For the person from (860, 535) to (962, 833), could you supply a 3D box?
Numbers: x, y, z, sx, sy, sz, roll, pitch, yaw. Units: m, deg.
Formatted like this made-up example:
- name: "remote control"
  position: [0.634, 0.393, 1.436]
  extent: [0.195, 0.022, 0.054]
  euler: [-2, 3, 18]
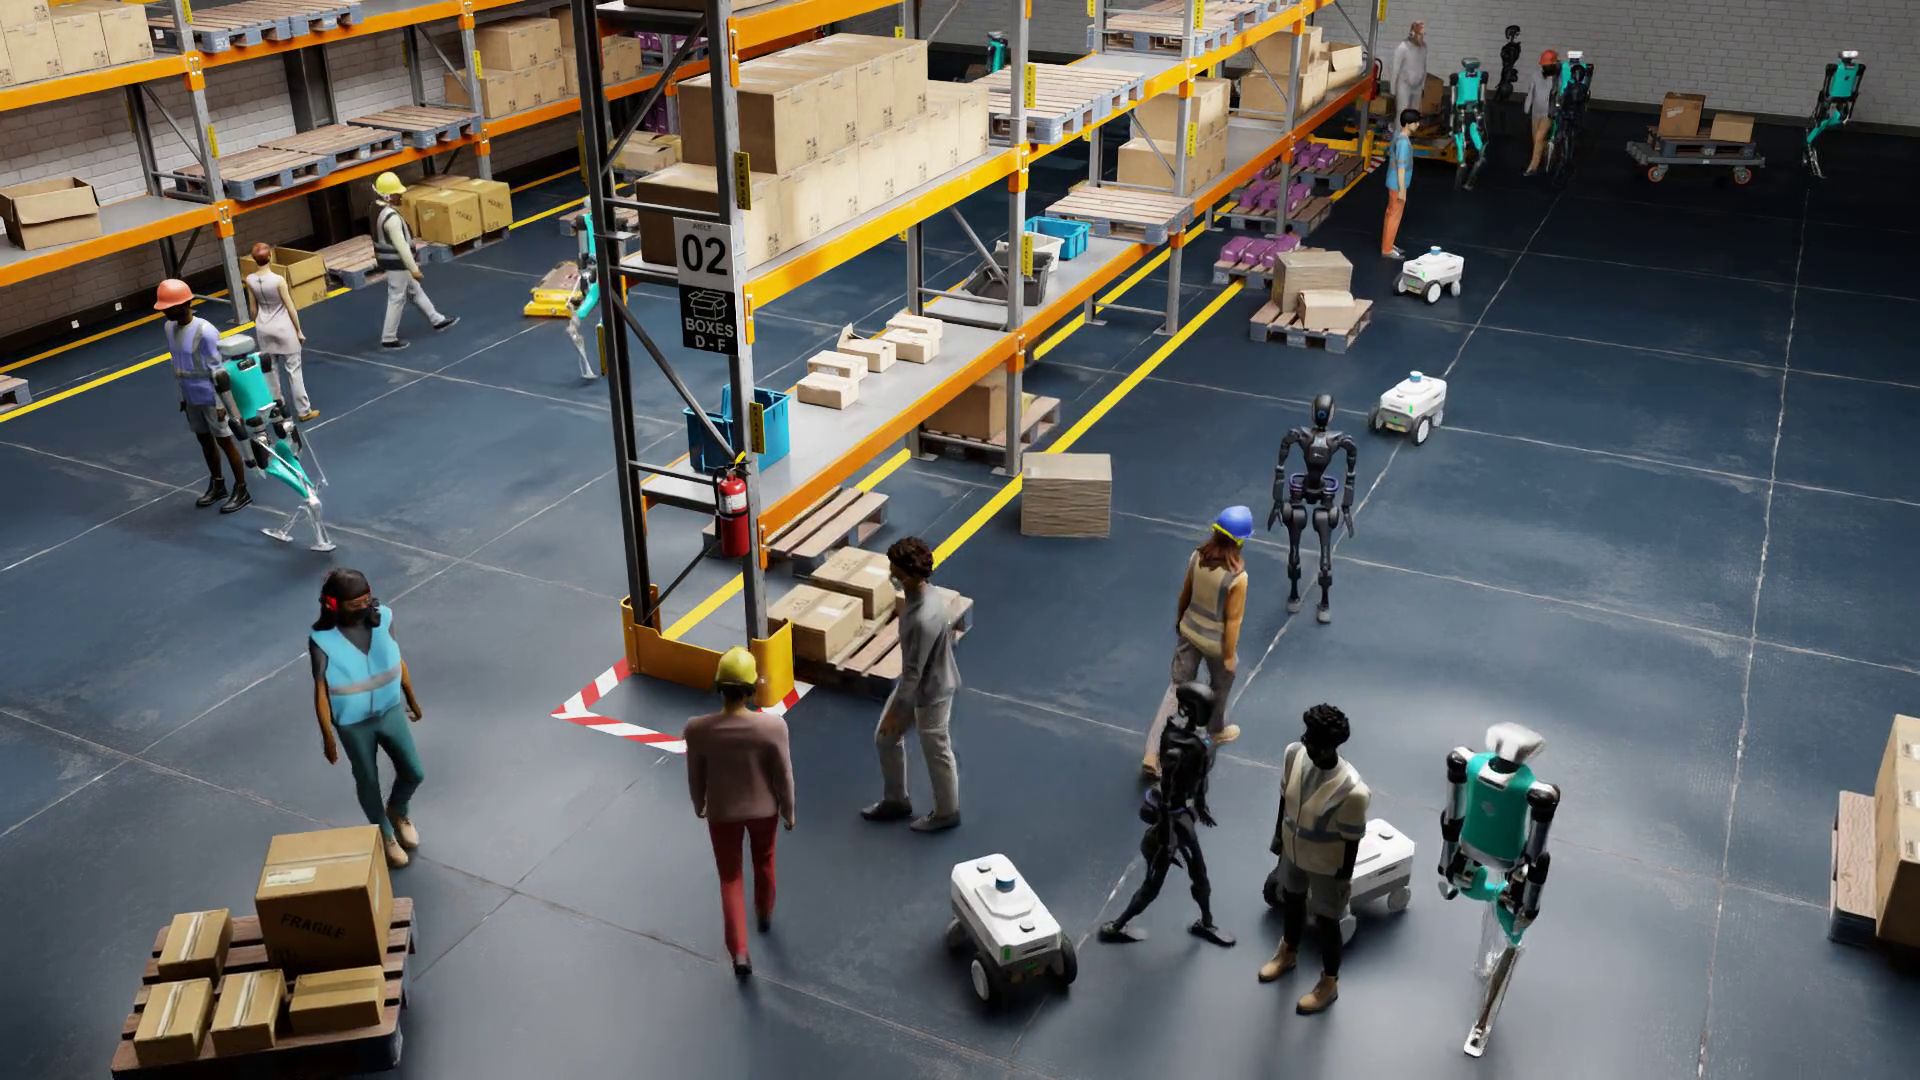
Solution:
- name: "person"
  position: [-0.303, 0.841, 9.267]
  extent: [0.695, 1.871, 0.552]
  euler: [-7, 27, -13]

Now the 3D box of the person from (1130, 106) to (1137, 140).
- name: "person"
  position: [2.690, -6.561, 24.276]
  extent: [0.366, 1.830, 0.500]
  euler: [14, 30, 26]

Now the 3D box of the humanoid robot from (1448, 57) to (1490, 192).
- name: "humanoid robot"
  position: [6.822, -5.465, 22.228]
  extent: [0.542, 1.839, 0.705]
  euler: [-4, 27, -7]

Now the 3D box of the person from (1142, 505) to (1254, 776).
- name: "person"
  position: [1.416, 0.600, 9.919]
  extent: [0.868, 1.730, 0.521]
  euler: [-21, 33, -36]

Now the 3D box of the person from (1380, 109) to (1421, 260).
- name: "person"
  position: [5.175, -4.180, 19.546]
  extent: [0.339, 1.759, 0.501]
  euler: [3, 27, 6]

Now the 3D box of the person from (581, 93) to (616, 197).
- name: "person"
  position: [-4.608, -5.057, 21.217]
  extent: [0.373, 1.843, 0.568]
  euler: [4, 27, 9]

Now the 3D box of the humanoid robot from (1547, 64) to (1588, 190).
- name: "humanoid robot"
  position: [8.244, -5.573, 22.446]
  extent: [0.609, 1.655, 0.320]
  euler: [-18, 32, -32]

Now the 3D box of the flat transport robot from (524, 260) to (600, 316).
- name: "flat transport robot"
  position: [-4.284, -2.787, 18.407]
  extent: [0.659, 0.231, 1.431]
  euler: [2, 26, 5]

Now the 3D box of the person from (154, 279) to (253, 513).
- name: "person"
  position: [-6.043, -1.144, 13.224]
  extent: [0.540, 1.931, 0.383]
  euler: [13, 29, 24]

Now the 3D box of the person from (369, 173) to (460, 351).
- name: "person"
  position: [-5.572, -2.831, 16.794]
  extent: [0.889, 1.779, 0.615]
  euler: [-14, 30, -27]

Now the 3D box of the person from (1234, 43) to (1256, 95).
- name: "person"
  position: [5.059, -8.296, 27.705]
  extent: [0.811, 1.898, 0.546]
  euler: [15, 30, 27]

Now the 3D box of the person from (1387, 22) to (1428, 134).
- name: "person"
  position: [6.521, -6.623, 24.331]
  extent: [0.674, 1.885, 0.546]
  euler: [-16, 31, -29]

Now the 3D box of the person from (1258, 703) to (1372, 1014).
- name: "person"
  position: [1.727, 1.526, 8.094]
  extent: [0.320, 1.690, 0.534]
  euler: [-16, 31, -29]

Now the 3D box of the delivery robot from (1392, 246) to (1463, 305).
- name: "delivery robot"
  position: [5.214, -2.955, 18.398]
  extent: [0.742, 0.570, 0.499]
  euler: [-18, 31, -32]

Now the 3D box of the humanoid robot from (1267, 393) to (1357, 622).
- name: "humanoid robot"
  position: [2.475, -0.240, 11.665]
  extent: [0.603, 1.650, 0.343]
  euler: [5, 27, 11]

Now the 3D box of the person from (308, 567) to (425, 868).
- name: "person"
  position: [-3.204, 0.970, 9.023]
  extent: [0.590, 1.854, 0.460]
  euler: [-23, 34, -38]

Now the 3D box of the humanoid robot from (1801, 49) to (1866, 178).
- name: "humanoid robot"
  position: [12.100, -6.028, 23.327]
  extent: [0.535, 1.777, 0.954]
  euler: [-1, 26, -2]

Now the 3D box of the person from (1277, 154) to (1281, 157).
- name: "person"
  position: [4.634, -6.483, 24.095]
  extent: [0.612, 1.853, 0.599]
  euler: [2, 26, 3]

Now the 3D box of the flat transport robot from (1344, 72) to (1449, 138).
- name: "flat transport robot"
  position: [6.690, -6.299, 25.501]
  extent: [1.431, 0.231, 0.659]
  euler: [21, 33, 36]

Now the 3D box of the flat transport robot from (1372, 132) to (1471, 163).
- name: "flat transport robot"
  position: [6.704, -5.749, 24.390]
  extent: [1.431, 0.231, 0.659]
  euler: [12, 29, 23]

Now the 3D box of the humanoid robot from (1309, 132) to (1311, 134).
- name: "humanoid robot"
  position: [5.179, -6.708, 24.748]
  extent: [0.348, 1.637, 0.609]
  euler: [11, 28, 21]

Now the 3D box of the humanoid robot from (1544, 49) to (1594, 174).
- name: "humanoid robot"
  position: [8.433, -5.922, 23.173]
  extent: [0.546, 1.872, 0.736]
  euler: [7, 27, 13]

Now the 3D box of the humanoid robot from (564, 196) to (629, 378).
- name: "humanoid robot"
  position: [-3.512, -2.345, 15.883]
  extent: [0.544, 1.735, 0.976]
  euler: [7, 27, 14]

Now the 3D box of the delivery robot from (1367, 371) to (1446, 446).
- name: "delivery robot"
  position: [4.043, -1.210, 14.896]
  extent: [0.499, 0.592, 0.783]
  euler: [21, 33, 36]

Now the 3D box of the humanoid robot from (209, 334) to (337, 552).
- name: "humanoid robot"
  position: [-4.999, -0.645, 12.435]
  extent: [0.968, 1.740, 0.540]
  euler: [11, 28, 21]

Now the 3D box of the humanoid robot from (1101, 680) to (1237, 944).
- name: "humanoid robot"
  position: [1.077, 1.400, 8.403]
  extent: [0.669, 1.620, 0.589]
  euler: [13, 29, 25]

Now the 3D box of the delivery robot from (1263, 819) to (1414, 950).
- name: "delivery robot"
  position: [2.034, 1.795, 8.852]
  extent: [0.803, 0.614, 0.499]
  euler: [-14, 30, -27]

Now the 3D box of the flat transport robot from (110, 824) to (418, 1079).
- name: "flat transport robot"
  position: [-3.236, 2.406, 7.918]
  extent: [0.659, 0.231, 1.431]
  euler: [-5, 27, -10]

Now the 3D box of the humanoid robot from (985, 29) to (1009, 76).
- name: "humanoid robot"
  position: [0.316, -6.678, 24.629]
  extent: [0.887, 1.762, 0.579]
  euler: [12, 29, 23]

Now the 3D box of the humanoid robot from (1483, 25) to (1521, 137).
- name: "humanoid robot"
  position: [8.242, -6.956, 25.242]
  extent: [0.402, 1.653, 0.614]
  euler: [4, 27, 9]

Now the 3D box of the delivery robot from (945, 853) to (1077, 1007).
- name: "delivery robot"
  position: [0.229, 1.963, 8.486]
  extent: [0.521, 0.591, 0.763]
  euler: [-11, 28, -21]

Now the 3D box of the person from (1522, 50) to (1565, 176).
- name: "person"
  position: [8.211, -6.002, 23.273]
  extent: [0.732, 1.716, 0.596]
  euler: [-18, 31, -31]

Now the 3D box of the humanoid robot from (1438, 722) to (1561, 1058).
- name: "humanoid robot"
  position: [2.665, 1.559, 7.993]
  extent: [0.890, 1.776, 0.530]
  euler: [-24, 35, -39]

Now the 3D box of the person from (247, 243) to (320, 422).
- name: "person"
  position: [-6.133, -1.864, 14.973]
  extent: [0.442, 1.661, 0.285]
  euler: [4, 27, 8]

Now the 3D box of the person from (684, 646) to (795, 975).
- name: "person"
  position: [-1.085, 1.376, 8.340]
  extent: [0.527, 1.728, 0.703]
  euler: [-5, 27, -10]
